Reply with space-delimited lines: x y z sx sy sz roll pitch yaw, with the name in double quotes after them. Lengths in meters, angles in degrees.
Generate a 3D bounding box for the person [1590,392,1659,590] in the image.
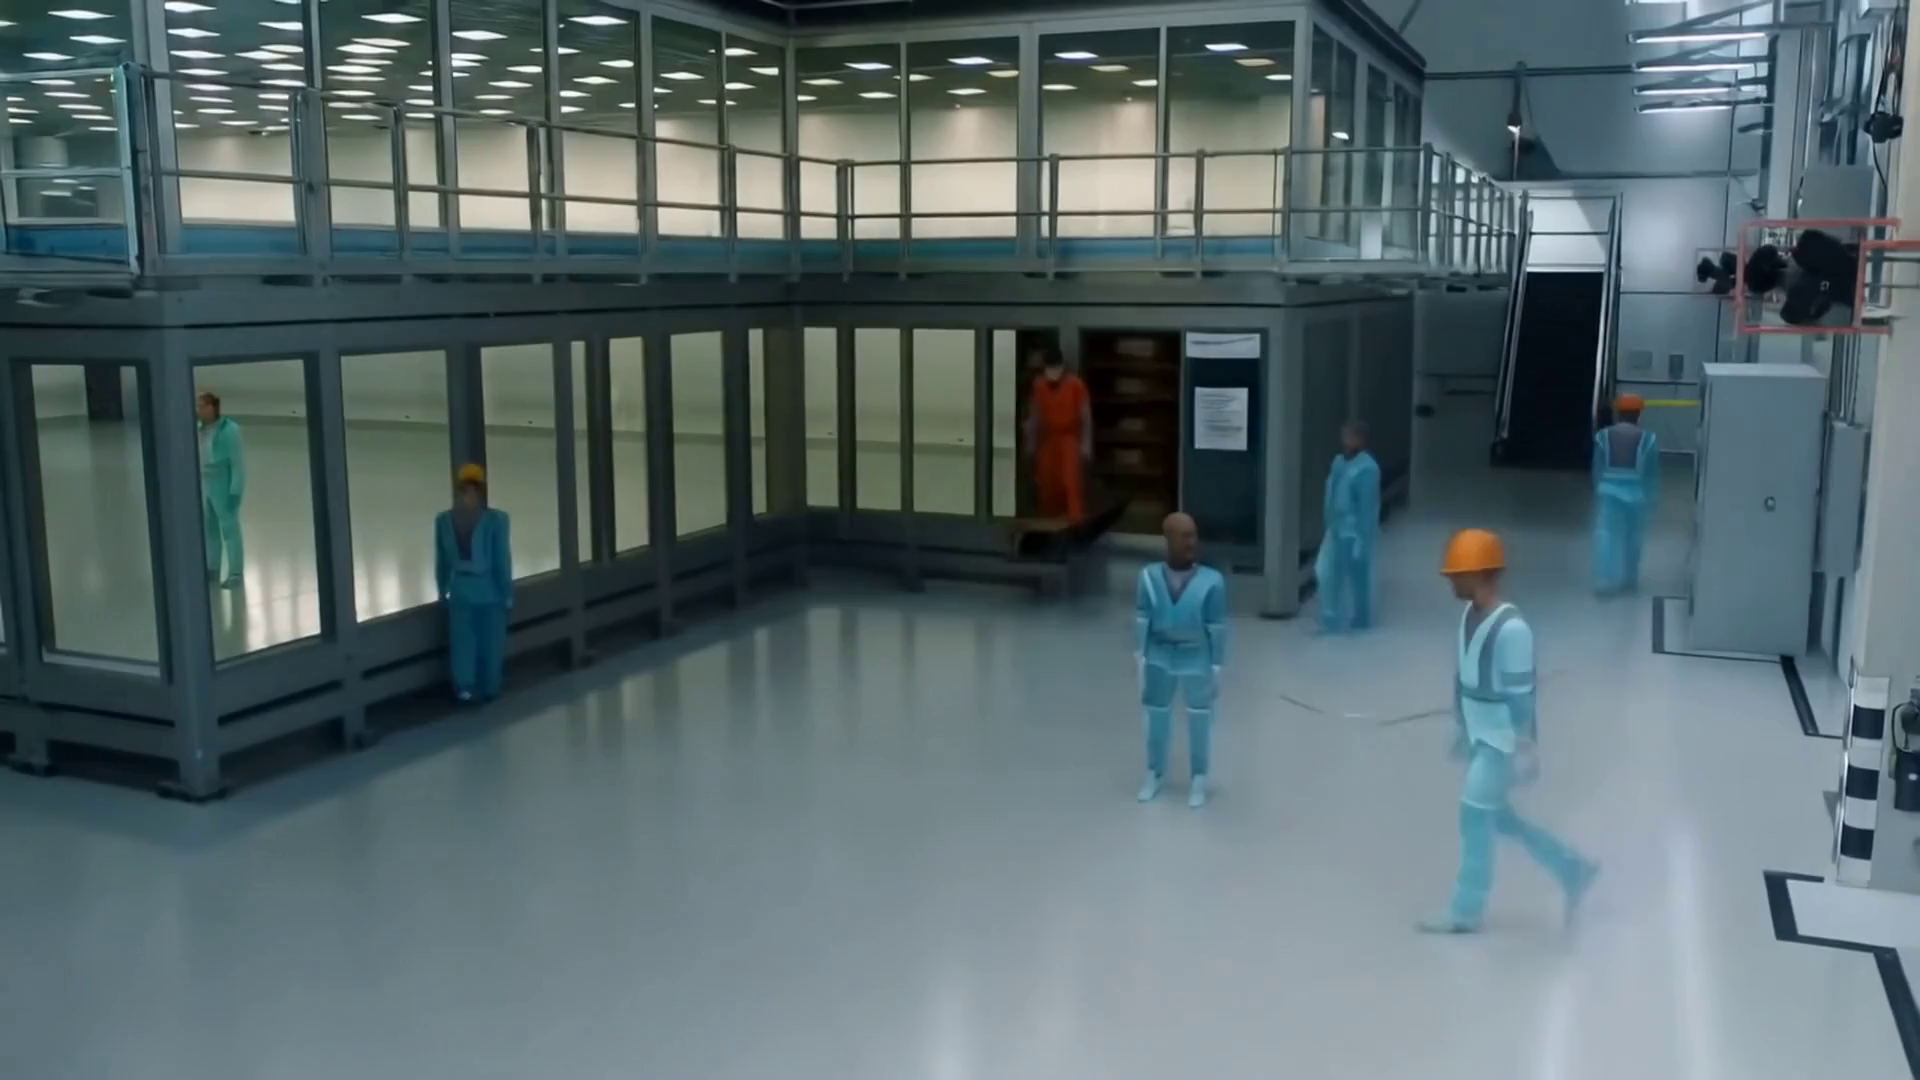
6.384 -0.473 16.043 0.624 1.897 1.039 6 11 31 "person"

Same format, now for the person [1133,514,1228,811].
1.237 0.691 9.444 0.541 1.696 0.316 4 10 22 "person"

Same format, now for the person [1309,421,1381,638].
3.170 -0.074 13.773 0.636 1.820 0.661 -3 10 -15 "person"

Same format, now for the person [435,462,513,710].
-3.428 0.313 11.731 0.525 1.717 0.906 -2 9 -14 "person"

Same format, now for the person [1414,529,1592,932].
2.564 0.878 7.681 0.814 1.902 0.561 -1 9 -4 "person"
